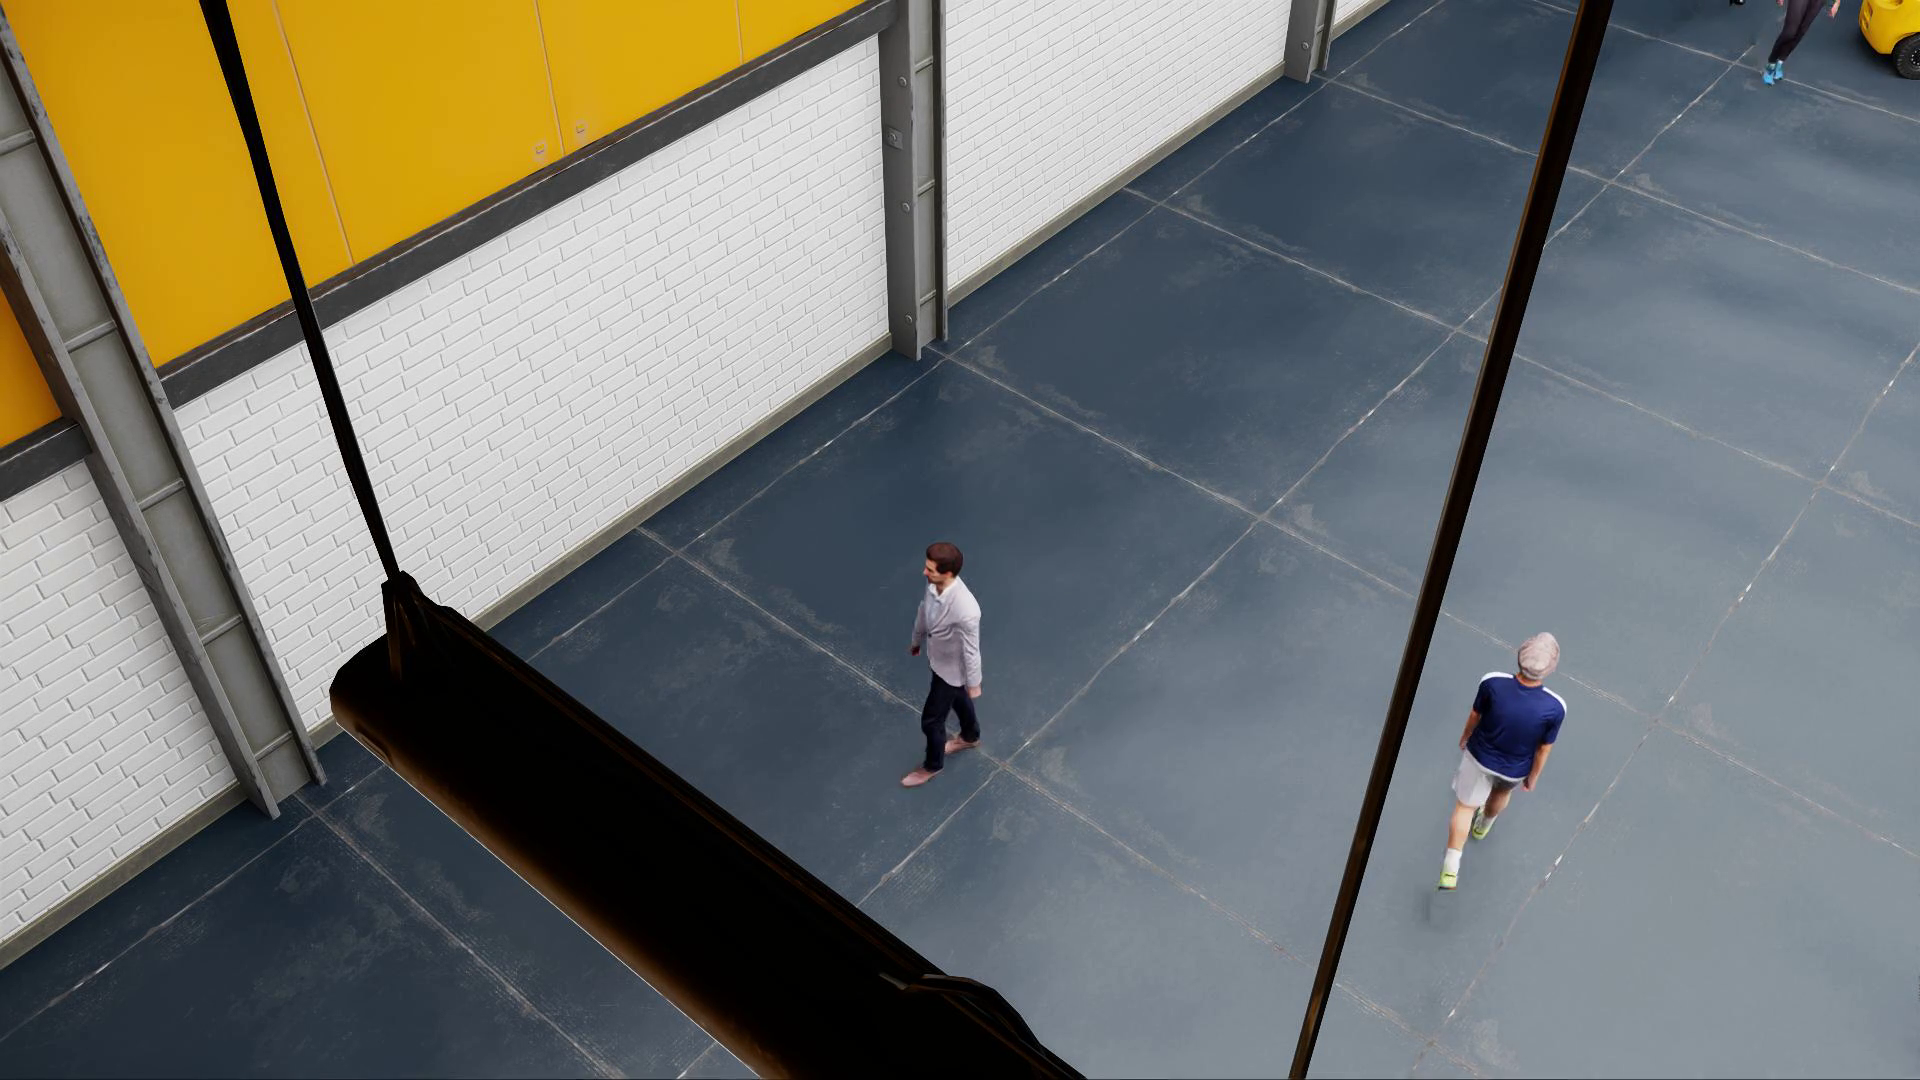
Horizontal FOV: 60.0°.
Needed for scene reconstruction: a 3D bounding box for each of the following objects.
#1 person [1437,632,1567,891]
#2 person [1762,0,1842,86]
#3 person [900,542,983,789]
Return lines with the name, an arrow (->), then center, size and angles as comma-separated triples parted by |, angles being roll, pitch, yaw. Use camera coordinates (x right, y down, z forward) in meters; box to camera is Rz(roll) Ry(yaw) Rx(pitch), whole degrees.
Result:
person -> 3.006, 1.282, 9.320 | 0.850, 1.806, 1.208 | 16, 46, 17
person -> 8.324, -5.392, 16.331 | 0.861, 1.800, 0.898 | 4, 44, 4
person -> 0.022, 0.690, 9.929 | 0.995, 1.824, 0.903 | -18, 46, -18
